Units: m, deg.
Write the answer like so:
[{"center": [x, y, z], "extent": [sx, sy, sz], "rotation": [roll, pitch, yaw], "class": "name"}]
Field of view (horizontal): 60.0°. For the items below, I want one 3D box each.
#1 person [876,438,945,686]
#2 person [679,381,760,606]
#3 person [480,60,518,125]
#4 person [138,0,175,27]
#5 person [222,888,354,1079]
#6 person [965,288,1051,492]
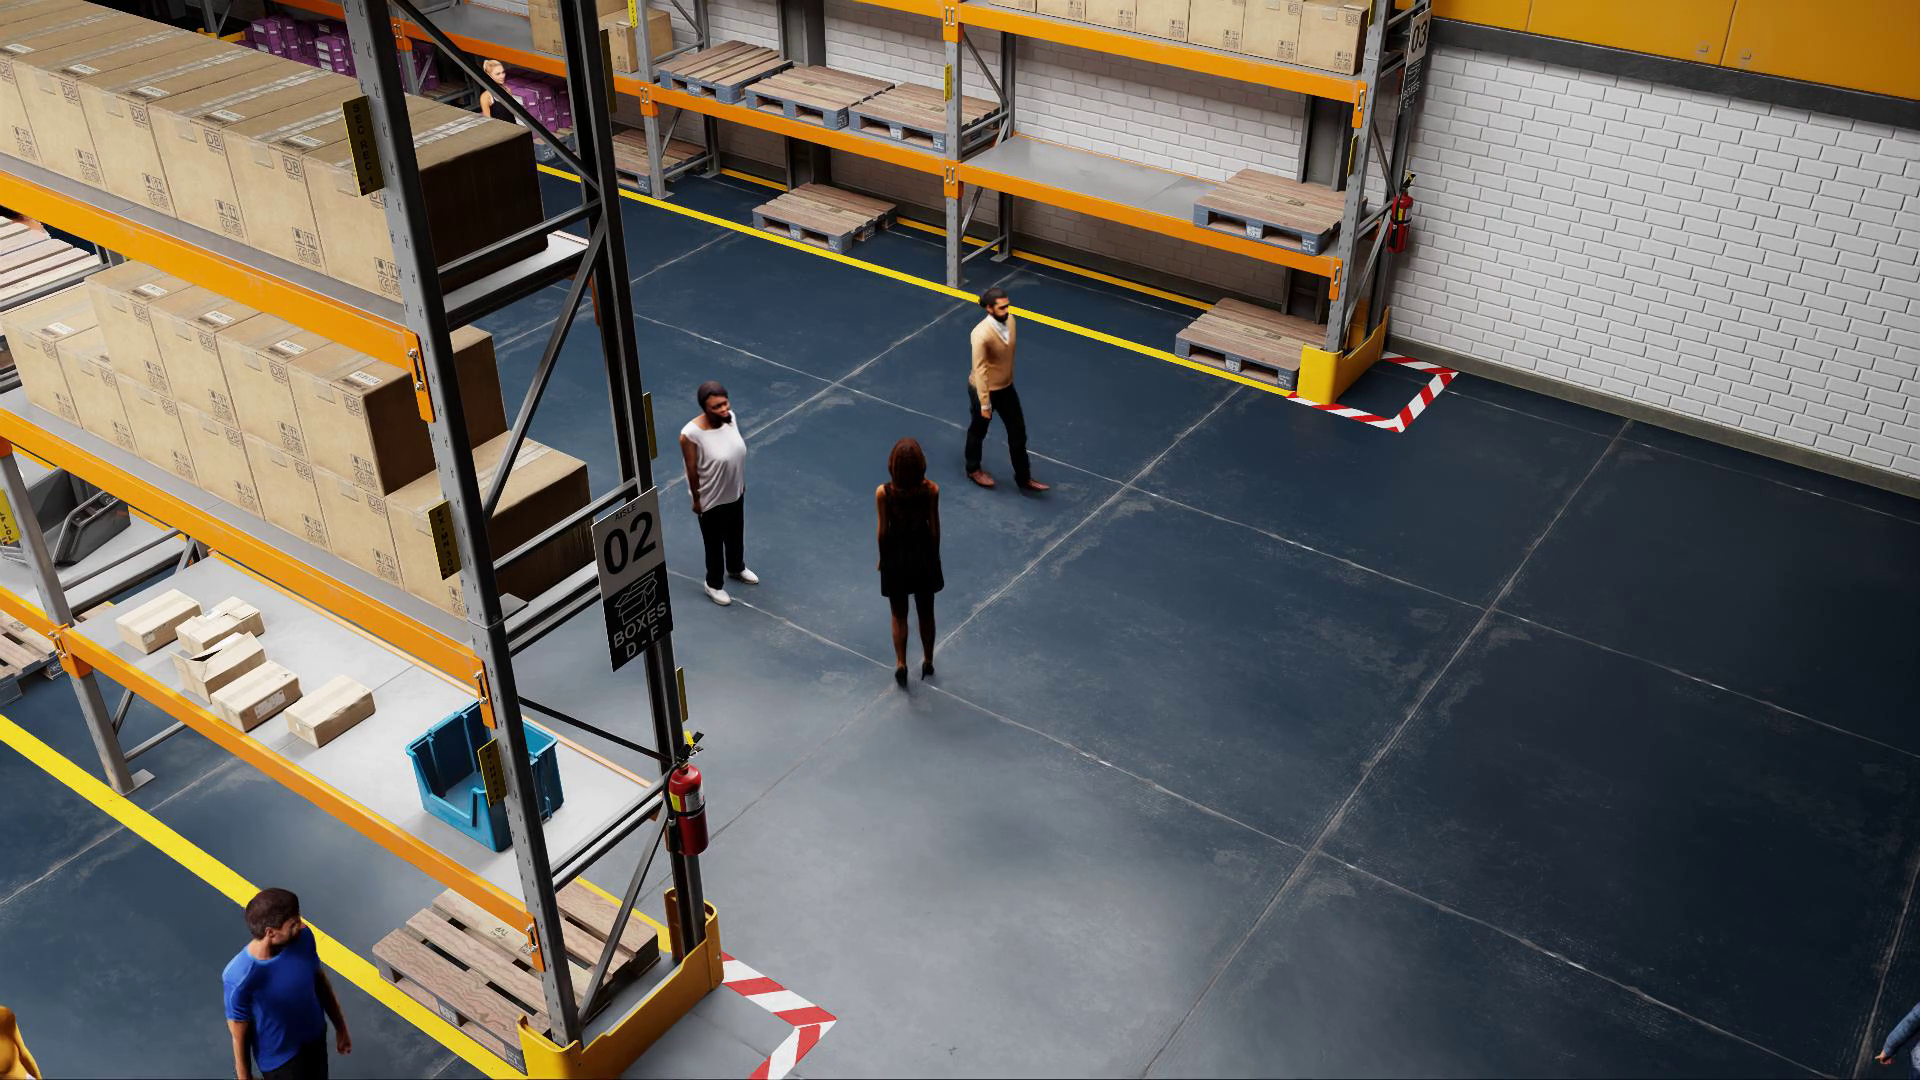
[{"center": [-0.333, 0.153, 10.838], "extent": [0.659, 1.834, 0.725], "rotation": [-5, 34, -7], "class": "person"}, {"center": [-1.690, -0.363, 11.746], "extent": [0.584, 1.688, 0.640], "rotation": [22, 39, 29], "class": "person"}, {"center": [-4.700, -4.077, 17.191], "extent": [0.560, 1.846, 0.638], "rotation": [17, 37, 23], "class": "person"}, {"center": [-11.128, -7.727, 22.723], "extent": [0.748, 1.801, 0.836], "rotation": [-2, 34, -3], "class": "person"}, {"center": [-3.130, 2.281, 7.637], "extent": [0.867, 1.832, 0.688], "rotation": [19, 38, 26], "class": "person"}, {"center": [0.195, -1.186, 12.948], "extent": [1.014, 1.727, 0.765], "rotation": [27, 42, 34], "class": "person"}]
